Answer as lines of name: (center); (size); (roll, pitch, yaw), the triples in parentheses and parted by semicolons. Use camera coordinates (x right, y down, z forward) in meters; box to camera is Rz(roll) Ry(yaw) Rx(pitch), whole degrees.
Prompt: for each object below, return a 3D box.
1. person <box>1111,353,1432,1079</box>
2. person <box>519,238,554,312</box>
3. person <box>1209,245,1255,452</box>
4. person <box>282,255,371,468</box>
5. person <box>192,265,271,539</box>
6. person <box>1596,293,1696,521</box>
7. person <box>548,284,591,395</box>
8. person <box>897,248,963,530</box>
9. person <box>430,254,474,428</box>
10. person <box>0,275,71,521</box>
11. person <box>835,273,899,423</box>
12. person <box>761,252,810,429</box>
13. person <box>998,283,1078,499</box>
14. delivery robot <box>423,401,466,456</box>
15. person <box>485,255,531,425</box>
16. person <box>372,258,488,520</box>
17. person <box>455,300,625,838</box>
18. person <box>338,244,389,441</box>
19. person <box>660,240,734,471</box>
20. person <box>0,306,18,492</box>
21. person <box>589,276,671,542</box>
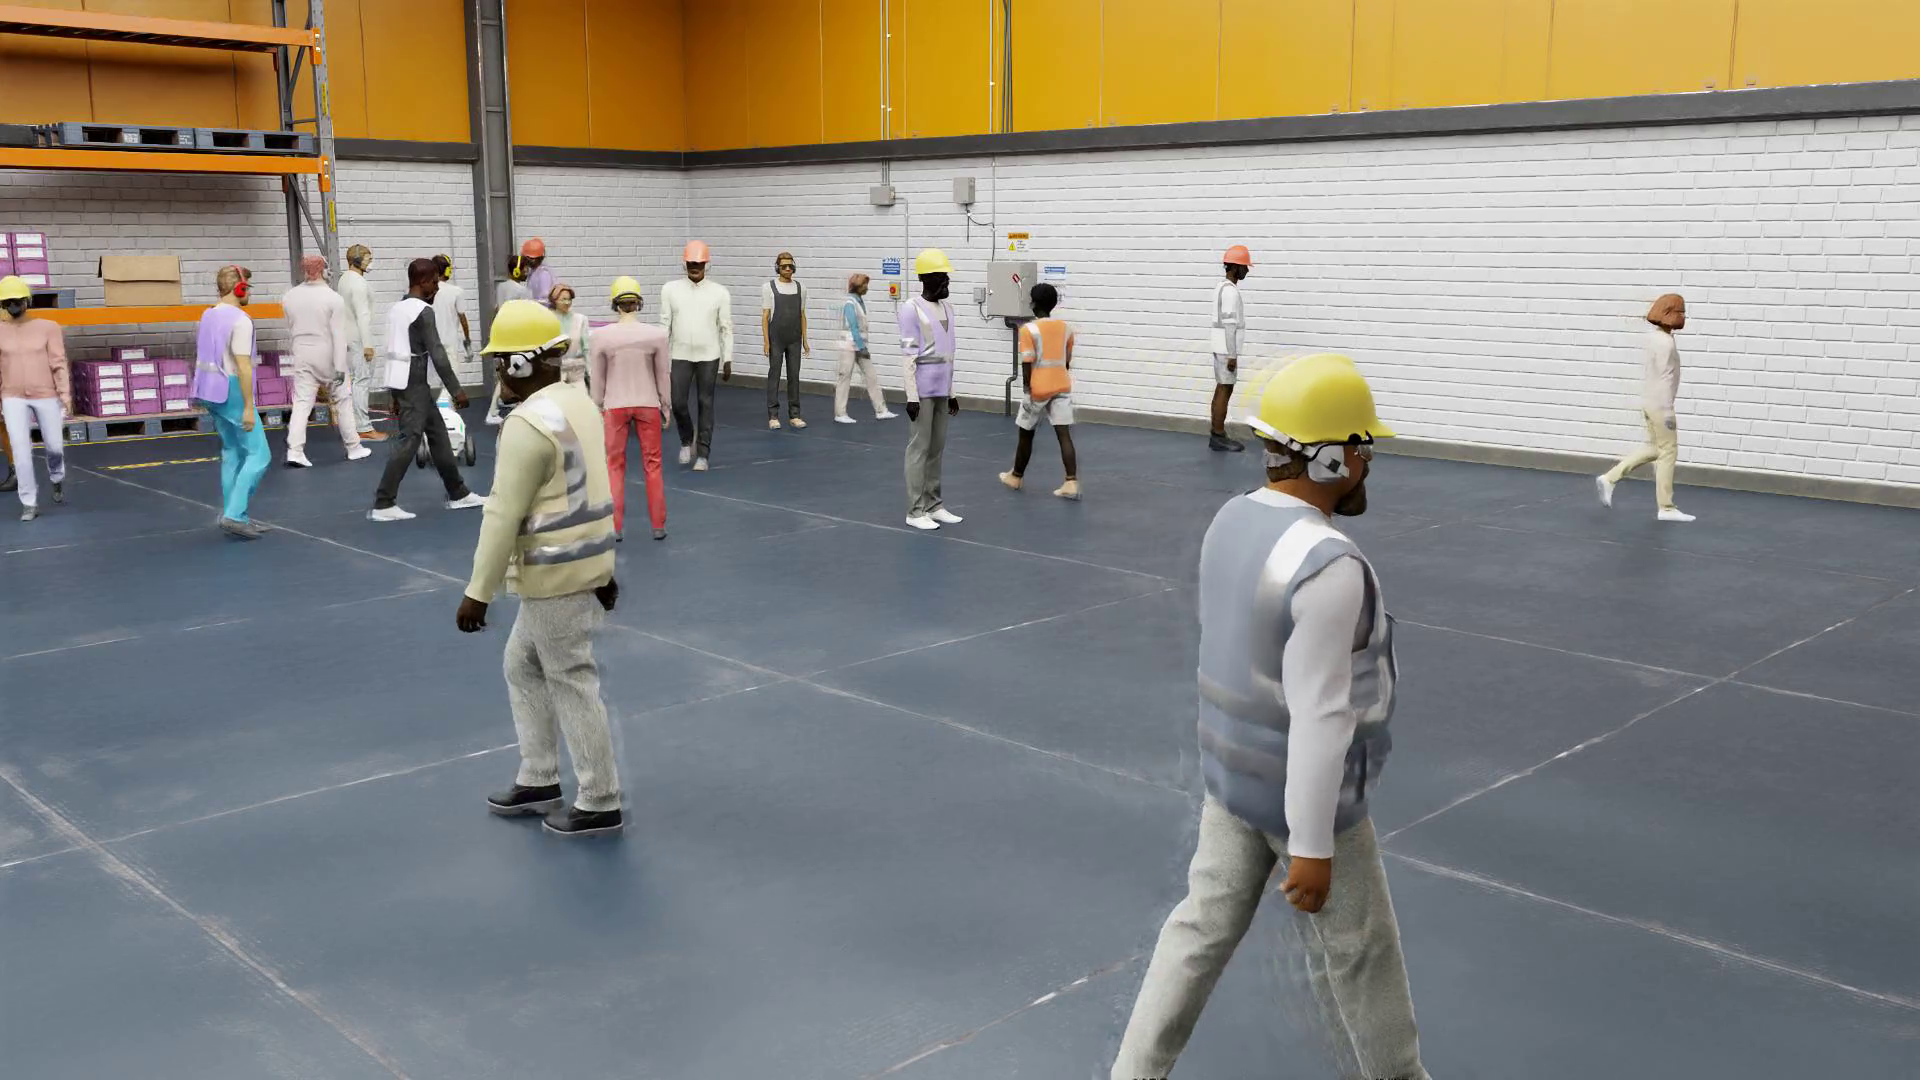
person: (0.708, 0.493, 3.565); (0.915, 1.788, 0.607); (-3, 11, -16)
person: (-4.907, -2.535, 19.502); (0.528, 1.992, 0.679); (-5, 12, -26)
person: (2.551, -1.794, 15.637); (0.380, 1.929, 0.542); (0, 10, 0)
person: (-5.645, -1.574, 14.662); (0.633, 1.857, 1.009); (2, 11, 12)
person: (-4.864, -0.906, 11.109); (0.591, 1.817, 0.451); (9, 14, 40)
person: (4.933, -0.941, 11.826); (0.624, 1.617, 0.517); (2, 11, 13)
person: (-3.334, -1.364, 14.143); (0.543, 1.598, 0.816); (-7, 12, -33)
person: (-0.198, -1.045, 11.545); (0.362, 1.930, 0.588); (6, 12, 29)
person: (-5.289, -2.003, 17.026); (0.520, 1.845, 0.856); (2, 11, 9)
person: (-6.720, -1.040, 12.029); (0.530, 1.742, 0.703); (-4, 11, -23)
person: (-1.022, -2.042, 17.855); (0.776, 1.605, 0.509); (3, 11, 17)
person: (-1.828, -2.087, 17.459); (0.504, 1.847, 0.345); (-5, 12, -27)
person: (0.646, -1.160, 12.908); (0.545, 1.644, 0.869); (-7, 12, -33)
delivery robot: (-4.579, -0.988, 14.728); (0.477, 0.478, 0.707); (-4, 11, -19)
person: (-4.791, -2.162, 17.997); (0.553, 1.804, 0.991); (9, 14, 41)
person: (-3.882, -1.084, 11.977); (0.919, 1.870, 0.594); (-6, 12, -31)
person: (-1.442, 0.109, 5.567); (0.677, 1.803, 0.614); (1, 10, 3)
person: (-5.925, -1.942, 16.416); (0.352, 1.936, 0.635); (-7, 12, -33)
person: (-2.267, -1.577, 14.298); (0.651, 1.979, 0.425); (-1, 10, -5)
person: (-7.609, -1.269, 12.847); (0.560, 1.893, 0.927); (3, 11, 15)
person: (-2.187, -0.868, 11.061); (0.529, 1.758, 0.366); (-3, 11, -15)
